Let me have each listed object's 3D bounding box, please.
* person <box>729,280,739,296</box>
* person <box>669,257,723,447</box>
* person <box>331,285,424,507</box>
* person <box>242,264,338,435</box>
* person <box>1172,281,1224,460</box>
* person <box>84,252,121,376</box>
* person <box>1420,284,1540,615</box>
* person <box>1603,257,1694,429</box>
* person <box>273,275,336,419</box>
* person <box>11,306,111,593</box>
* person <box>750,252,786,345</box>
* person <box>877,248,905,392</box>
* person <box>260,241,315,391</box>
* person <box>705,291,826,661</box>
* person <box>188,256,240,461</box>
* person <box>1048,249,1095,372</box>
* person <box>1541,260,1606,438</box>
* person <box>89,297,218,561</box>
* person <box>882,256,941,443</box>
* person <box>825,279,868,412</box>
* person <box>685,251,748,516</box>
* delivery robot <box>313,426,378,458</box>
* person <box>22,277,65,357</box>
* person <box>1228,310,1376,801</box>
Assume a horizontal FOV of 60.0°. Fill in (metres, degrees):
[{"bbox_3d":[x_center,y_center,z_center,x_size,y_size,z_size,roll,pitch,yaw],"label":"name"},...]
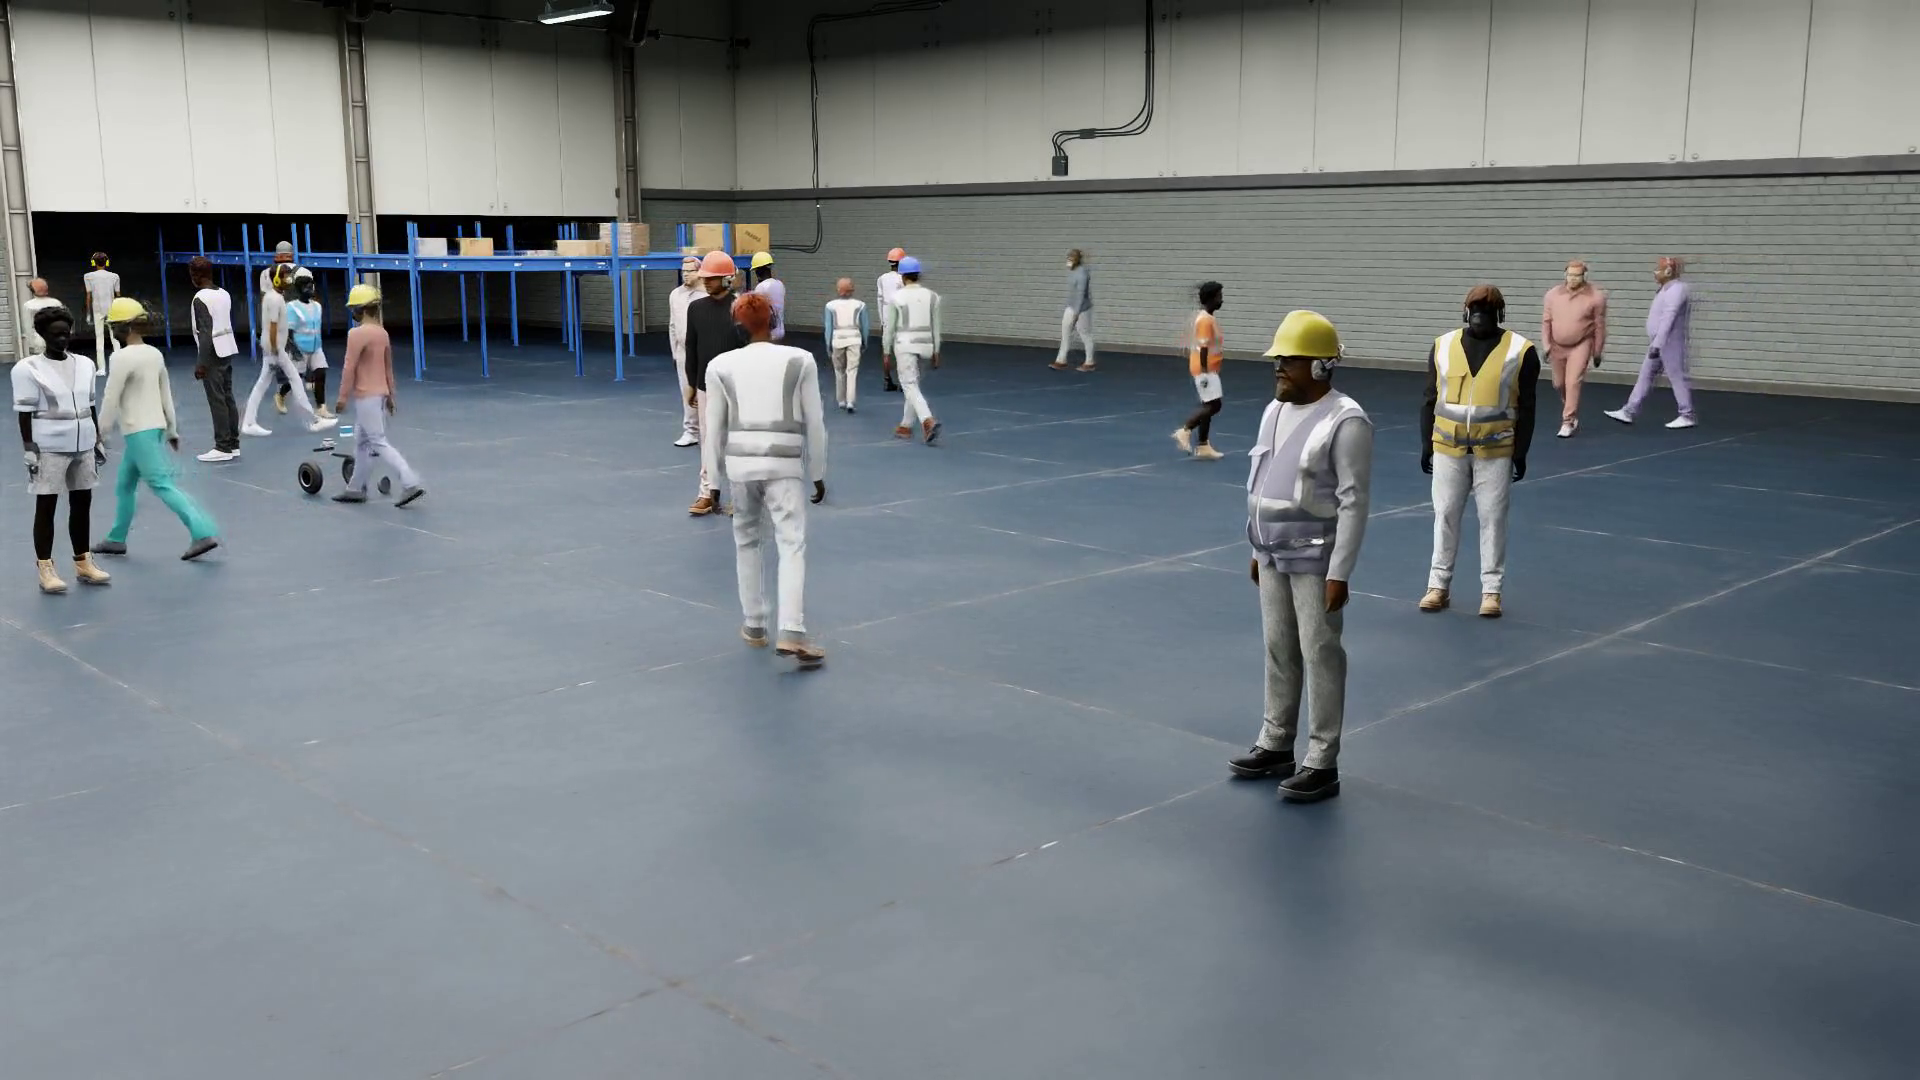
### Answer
[{"bbox_3d":[-3.139,-2.874,22.916,0.510,1.597,0.832,9,14,41],"label":"person"},{"bbox_3d":[-2.634,-1.871,16.632,0.652,1.901,0.396,4,11,22],"label":"person"},{"bbox_3d":[-4.614,-1.136,13.058,0.844,1.732,0.529,1,10,5],"label":"person"},{"bbox_3d":[-7.222,-2.022,17.703,0.995,1.802,0.484,-7,12,-33],"label":"person"},{"bbox_3d":[2.295,-1.589,15.642,0.414,1.681,0.547,2,11,12],"label":"person"},{"bbox_3d":[-12.980,-3.428,25.230,0.515,1.861,0.312,-8,13,-38],"label":"person"},{"bbox_3d":[2.886,-0.506,9.328,0.627,1.845,0.429,5,12,27],"label":"person"},{"bbox_3d":[7.653,-2.159,18.272,0.965,1.857,0.664,2,11,10],"label":"person"},{"bbox_3d":[-7.610,-2.219,19.159,0.765,1.665,0.531,5,12,25],"label":"person"},{"bbox_3d":[-5.375,-0.552,9.969,0.317,1.697,0.540,5,12,26],"label":"person"},{"bbox_3d":[-2.232,-2.364,19.256,0.381,1.918,0.585,4,11,19],"label":"person"},{"bbox_3d":[-0.860,-3.003,22.682,0.542,1.939,0.364,7,13,34],"label":"person"},{"bbox_3d":[-9.189,-3.051,22.783,0.685,2.000,0.535,-4,11,-23],"label":"person"},{"bbox_3d":[-0.985,-0.321,8.374,0.626,1.848,0.806,0,10,2],"label":"person"},{"bbox_3d":[-7.057,-1.718,15.745,0.391,1.913,0.588,0,10,-3],"label":"person"},{"bbox_3d":[1.759,-3.549,25.787,0.897,1.887,0.659,-5,12,-26],"label":"person"},{"bbox_3d":[6.551,-2.059,17.751,0.623,1.863,0.887,8,13,38],"label":"person"},{"bbox_3d":[-5.322,-0.723,10.866,0.943,1.712,0.531,0,10,-1],"label":"person"},{"bbox_3d":[-0.463,-1.959,17.099,0.607,1.912,0.948,-6,12,-31],"label":"person"},{"bbox_3d":[-1.369,-2.354,20.091,0.520,1.594,0.870,0,10,-1],"label":"person"},{"bbox_3d":[-1.796,-1.176,12.576,0.613,1.991,0.392,3,11,17],"label":"person"},{"bbox_3d":[-5.062,-0.824,13.727,0.698,0.223,0.335,7,13,35],"label":"delivery robot"},{"bbox_3d":[-10.928,-2.340,19.934,0.686,1.618,0.521,6,12,31],"label":"person"},{"bbox_3d":[1.286,0.052,6.314,0.404,1.833,0.592,-5,12,-26],"label":"person"}]
